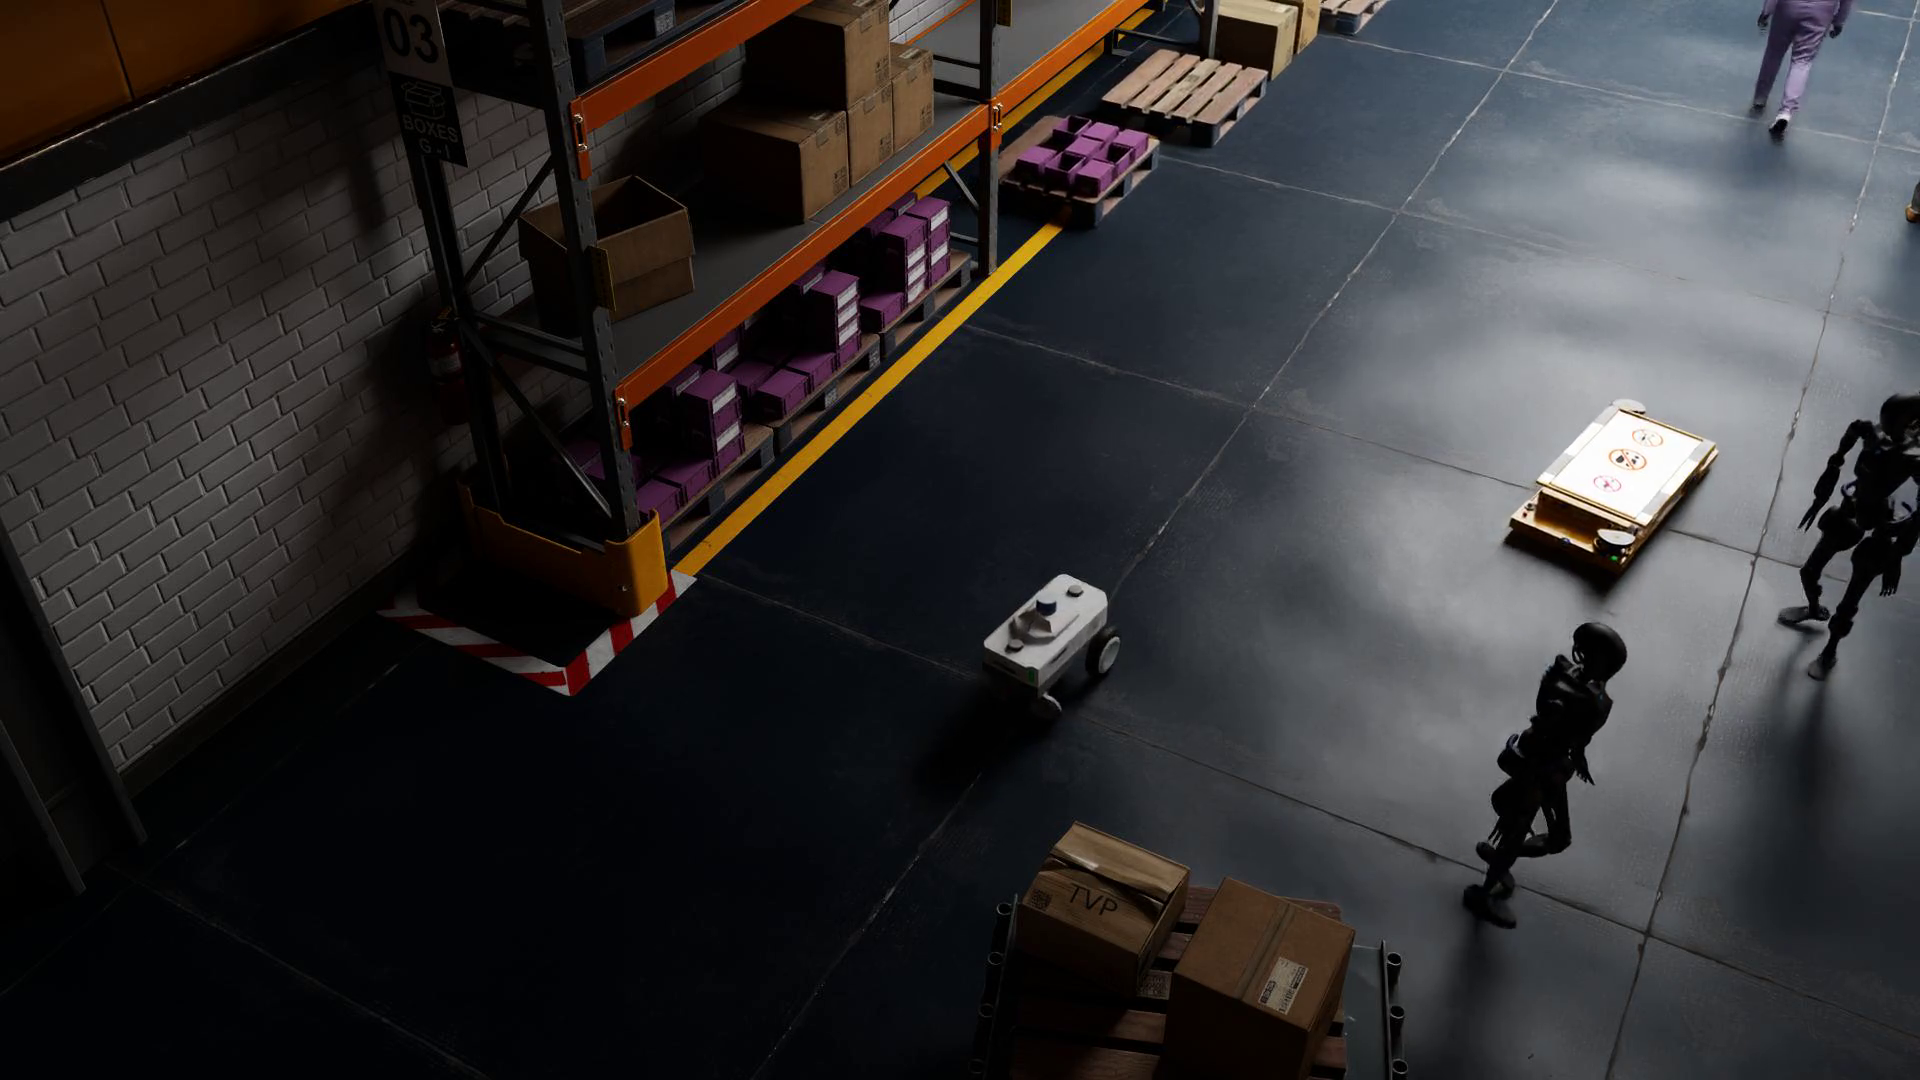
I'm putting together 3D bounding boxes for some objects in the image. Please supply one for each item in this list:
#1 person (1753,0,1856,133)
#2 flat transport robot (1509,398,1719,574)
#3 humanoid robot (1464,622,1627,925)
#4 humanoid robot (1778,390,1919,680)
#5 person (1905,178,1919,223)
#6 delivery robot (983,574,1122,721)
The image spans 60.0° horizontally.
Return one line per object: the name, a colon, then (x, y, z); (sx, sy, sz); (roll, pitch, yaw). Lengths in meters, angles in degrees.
person: (6.719, -4.204, 13.201); (0.650, 1.864, 0.906); (17, 42, 20)
flat transport robot: (3.820, -0.340, 9.645); (0.659, 0.231, 1.431); (28, 46, 30)
humanoid robot: (2.391, 0.964, 6.882); (0.610, 1.643, 0.365); (-31, 48, -33)
humanoid robot: (4.471, -0.068, 8.189); (0.460, 1.648, 0.612); (-15, 41, -18)
person: (7.239, -3.122, 11.823); (0.561, 1.895, 0.379); (24, 45, 27)
delivery robot: (0.458, 0.505, 8.374); (0.518, 0.614, 0.785); (26, 45, 28)
